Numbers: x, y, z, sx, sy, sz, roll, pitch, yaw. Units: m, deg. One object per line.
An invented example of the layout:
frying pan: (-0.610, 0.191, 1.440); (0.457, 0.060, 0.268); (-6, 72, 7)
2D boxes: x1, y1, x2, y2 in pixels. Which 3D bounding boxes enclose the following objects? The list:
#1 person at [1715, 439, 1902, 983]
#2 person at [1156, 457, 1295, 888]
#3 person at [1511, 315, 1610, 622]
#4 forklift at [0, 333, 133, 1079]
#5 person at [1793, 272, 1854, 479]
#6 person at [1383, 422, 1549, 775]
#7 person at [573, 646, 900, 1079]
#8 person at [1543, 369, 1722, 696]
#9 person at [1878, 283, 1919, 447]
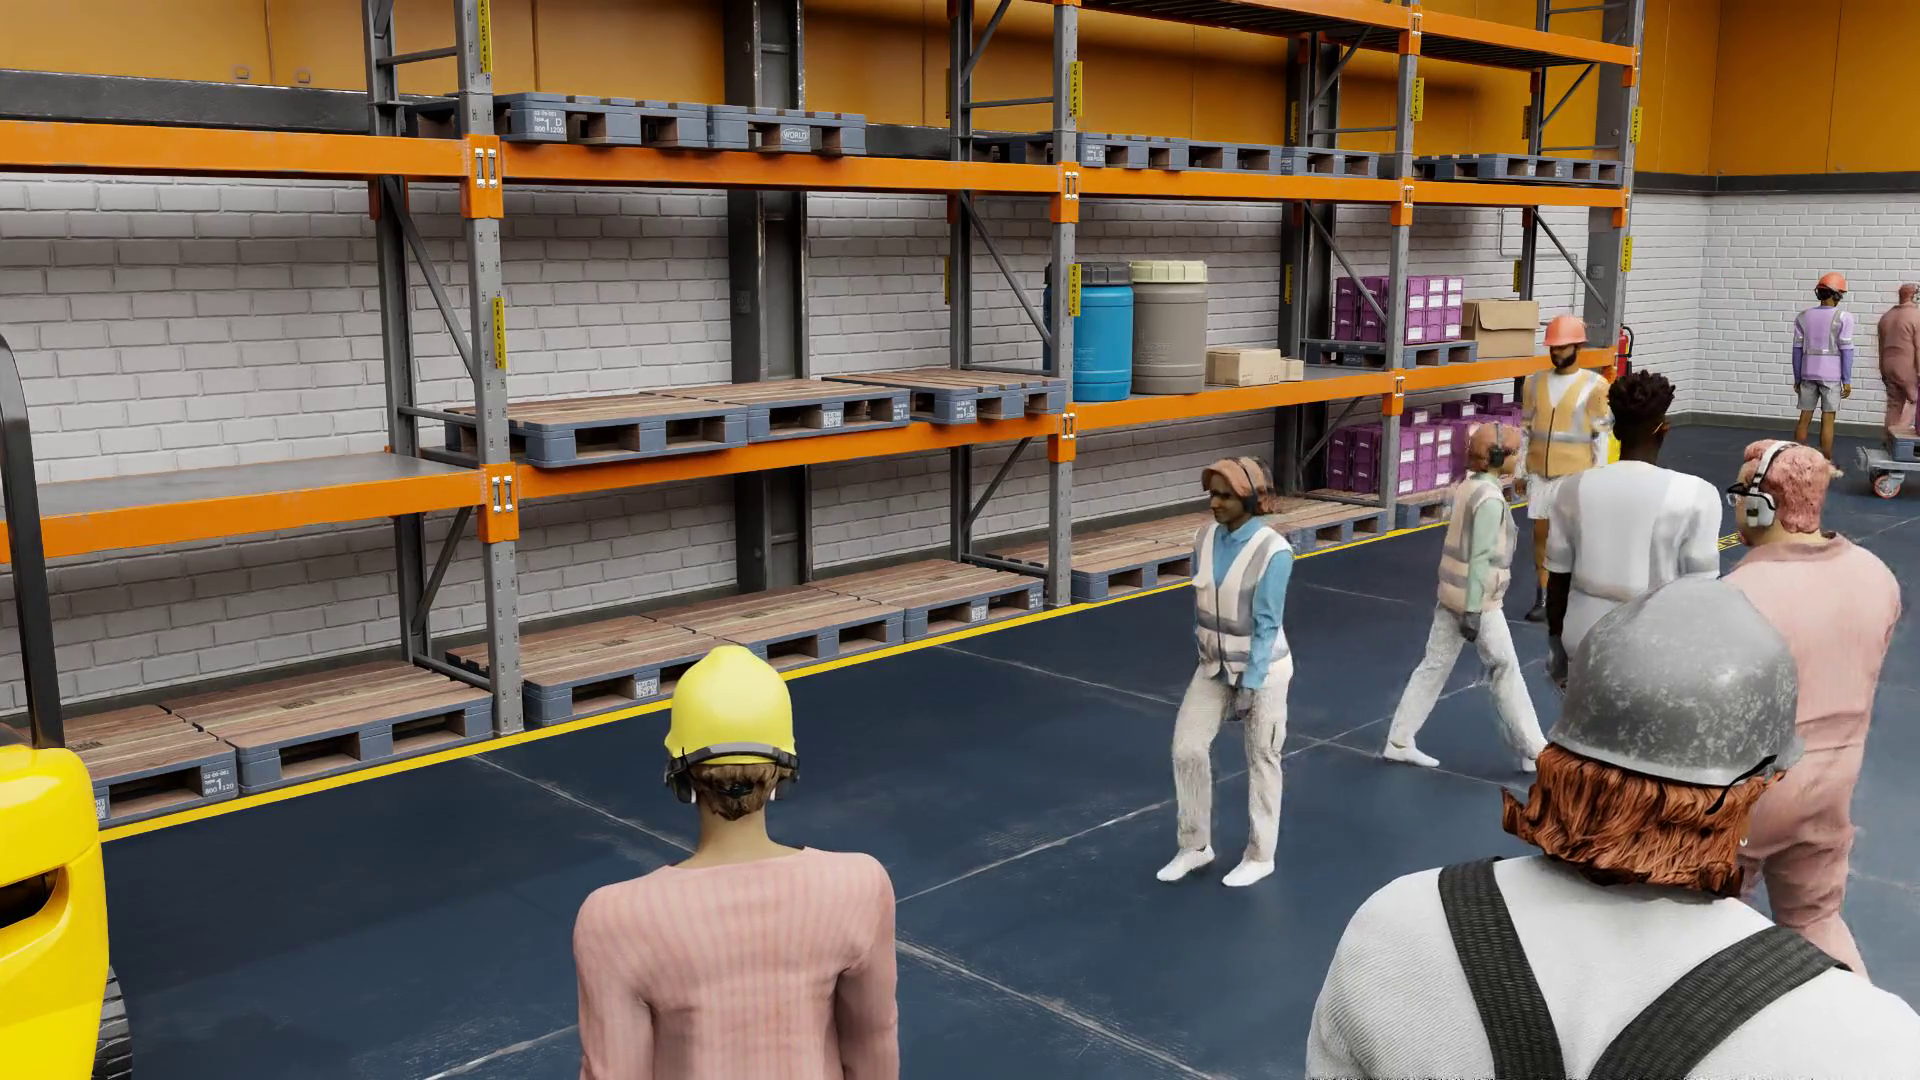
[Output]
person: (2.169, 0.667, 4.441); (0.663, 1.881, 0.824); (-3, 11, -16)
person: (0.963, 0.503, 6.038); (0.573, 1.614, 0.508); (-8, 13, -36)
person: (3.770, -0.449, 10.418); (0.515, 1.922, 0.551); (-10, 14, -43)
forklift: (-3.289, 0.485, 4.582); (1.214, 2.155, 2.313); (-10, 14, -44)
person: (8.564, -1.625, 16.504); (0.376, 2.043, 0.605); (-6, 12, -31)
person: (2.320, 0.267, 7.414); (0.853, 1.581, 0.541); (1, 10, 3)
person: (-0.352, 1.042, 2.716); (0.522, 1.768, 0.311); (-4, 11, -20)
person: (2.321, 0.375, 5.849); (0.616, 1.945, 0.624); (-10, 14, -43)
person: (10.284, -1.840, 18.071); (0.467, 1.895, 0.694); (-2, 11, -11)
